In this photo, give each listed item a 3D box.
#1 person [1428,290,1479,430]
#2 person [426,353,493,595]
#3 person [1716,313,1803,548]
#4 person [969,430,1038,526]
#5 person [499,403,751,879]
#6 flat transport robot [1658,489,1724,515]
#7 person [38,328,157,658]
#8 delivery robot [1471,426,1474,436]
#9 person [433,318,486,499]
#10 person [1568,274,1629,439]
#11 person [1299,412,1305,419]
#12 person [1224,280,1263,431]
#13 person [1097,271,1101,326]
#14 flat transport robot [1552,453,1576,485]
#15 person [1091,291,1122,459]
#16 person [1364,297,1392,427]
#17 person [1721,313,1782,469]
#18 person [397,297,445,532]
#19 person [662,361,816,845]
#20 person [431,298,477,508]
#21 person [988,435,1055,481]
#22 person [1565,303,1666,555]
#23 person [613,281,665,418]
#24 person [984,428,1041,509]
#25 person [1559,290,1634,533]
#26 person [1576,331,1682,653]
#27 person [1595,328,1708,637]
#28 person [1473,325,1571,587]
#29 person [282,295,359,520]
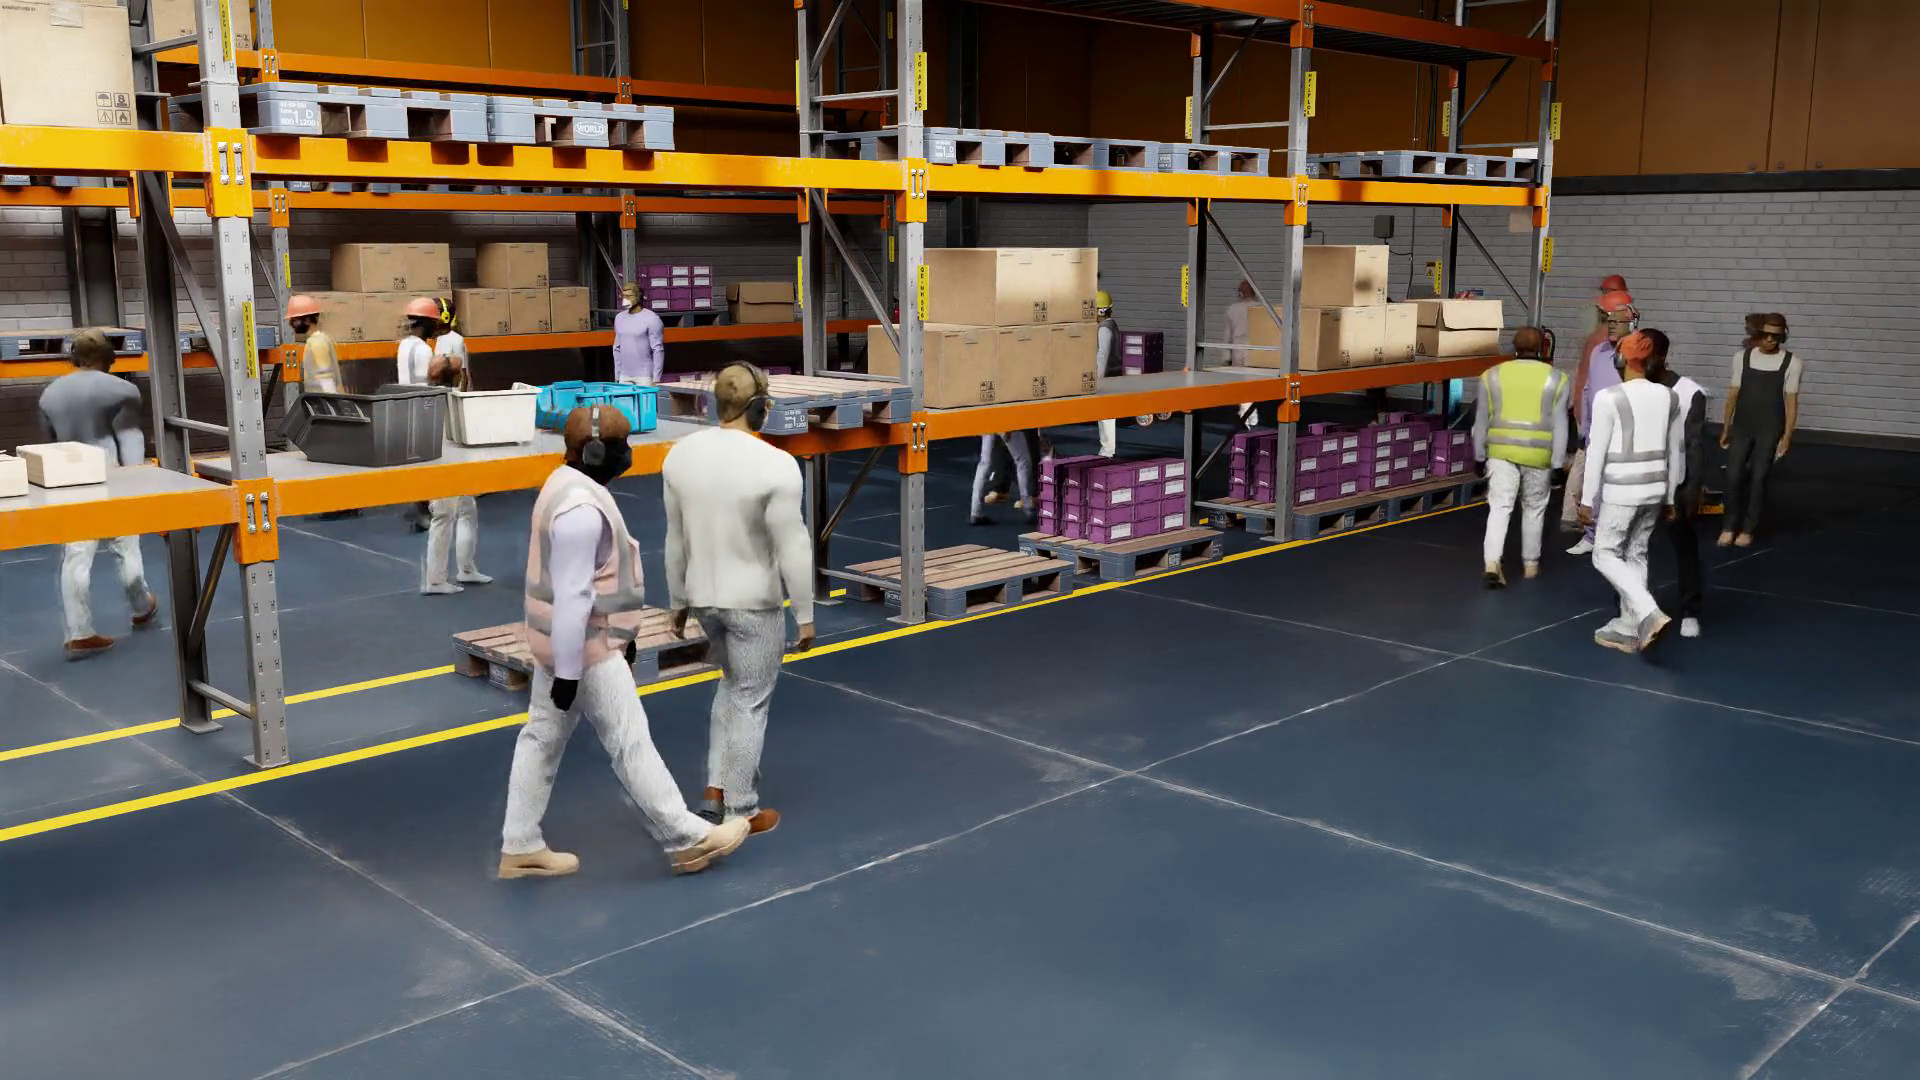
[{"bbox_3d":[5.291,-1.815,18.153,0.591,1.805,0.653,6,12,31],"label":"person"},{"bbox_3d":[-3.360,-0.442,11.181,0.610,1.617,0.548,-6,12,-30],"label":"person"},{"bbox_3d":[6.090,-0.819,12.710,0.541,1.817,0.618,7,12,32],"label":"person"},{"bbox_3d":[0.433,-0.975,13.799,0.817,1.734,0.539,-5,12,-27],"label":"person"},{"bbox_3d":[-1.301,0.386,6.206,0.965,1.790,0.645,-4,11,-20],"label":"person"},{"bbox_3d":[6.112,-0.429,14.815,0.652,0.197,1.431,-2,11,-9],"label":"flat transport robot"},{"bbox_3d":[-5.058,-0.294,9.771,0.631,1.862,1.046,0,10,-2],"label":"person"},{"bbox_3d":[5.657,-1.057,17.206,0.477,0.478,0.707,-8,13,-37],"label":"delivery robot"},{"bbox_3d":[-4.568,-1.230,15.182,0.519,1.735,0.534,-8,13,-37],"label":"person"},{"bbox_3d":[7.277,-2.038,18.958,0.626,1.969,0.769,-6,12,-31],"label":"person"},{"bbox_3d":[4.451,-2.459,21.991,0.317,1.695,0.540,3,11,17],"label":"person"},{"bbox_3d":[3.590,-2.306,20.723,0.658,1.864,0.892,7,12,33],"label":"person"},{"bbox_3d":[1.761,-2.771,23.009,0.619,1.945,0.454,-9,13,-39],"label":"person"},{"bbox_3d":[6.082,-0.691,16.242,0.652,0.197,1.431,0,10,-2],"label":"flat transport robot"},{"bbox_3d":[1.503,-1.710,17.579,0.404,1.824,0.586,1,10,6],"label":"person"},{"bbox_3d":[5.167,-2.152,20.364,0.544,1.681,0.686,-4,11,-19],"label":"person"},{"bbox_3d":[8.229,-1.531,17.139,0.613,1.618,0.522,0,10,1],"label":"person"},{"bbox_3d":[-4.320,-1.001,13.466,0.398,1.912,0.540,-9,13,-39],"label":"person"},{"bbox_3d":[-0.850,0.253,6.590,0.651,1.918,0.455,7,12,32],"label":"person"},{"bbox_3d":[-4.466,-1.182,14.559,0.309,1.868,0.534,-8,13,-36],"label":"person"},{"bbox_3d":[0.556,-1.505,16.267,0.641,1.884,0.654,-5,11,-25],"label":"person"},{"bbox_3d":[4.846,-0.792,12.329,0.404,1.911,0.636,-6,12,-31],"label":"person"},{"bbox_3d":[-3.288,-1.664,16.994,0.627,1.940,0.376,7,12,32],"label":"person"},{"bbox_3d":[0.464,-1.299,14.725,0.683,2.000,0.538,9,14,41],"label":"person"},{"bbox_3d":[5.204,-1.009,13.340,0.702,1.962,0.646,1,10,7],"label":"person"},{"bbox_3d":[3.866,-0.241,9.437,0.608,1.866,0.578,-4,11,-20],"label":"person"},{"bbox_3d":[4.205,-0.336,9.971,0.691,1.874,0.602,-7,13,-34],"label":"person"},{"bbox_3d":[3.844,-0.572,11.468,0.635,1.807,0.938,5,11,25],"label":"person"},{"bbox_3d":[-5.402,-1.100,14.008,0.610,1.907,0.625,-4,11,-23],"label":"person"}]
